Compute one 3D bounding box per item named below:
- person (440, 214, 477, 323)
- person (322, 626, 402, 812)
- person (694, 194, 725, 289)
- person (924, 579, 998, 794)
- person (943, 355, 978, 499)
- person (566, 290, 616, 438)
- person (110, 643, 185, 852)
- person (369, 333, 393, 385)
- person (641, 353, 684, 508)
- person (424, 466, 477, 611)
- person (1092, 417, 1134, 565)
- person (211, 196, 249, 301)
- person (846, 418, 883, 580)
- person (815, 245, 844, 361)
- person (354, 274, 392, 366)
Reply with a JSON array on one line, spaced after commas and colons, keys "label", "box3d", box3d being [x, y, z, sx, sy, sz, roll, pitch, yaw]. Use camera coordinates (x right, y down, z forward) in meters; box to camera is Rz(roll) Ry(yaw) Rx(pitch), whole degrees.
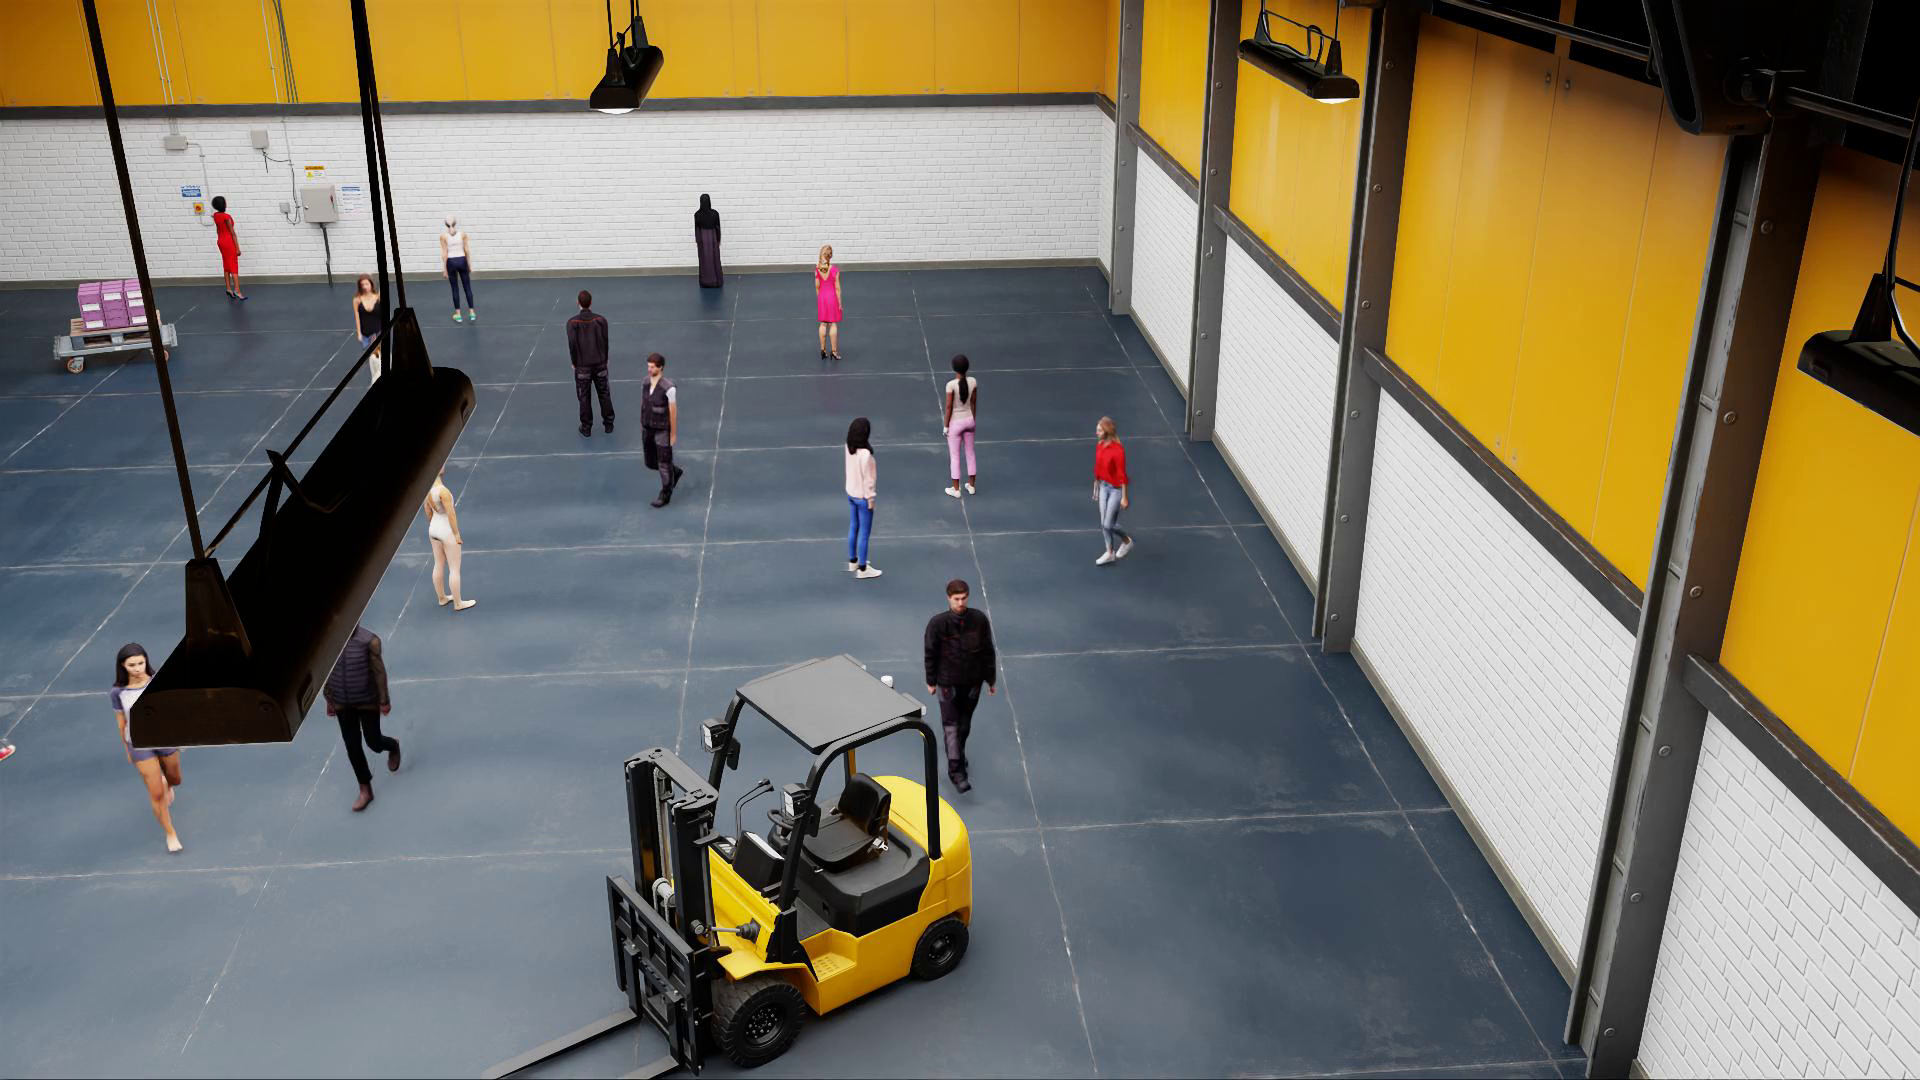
[{"label": "person", "box3d": [-8.034, -4.357, 26.589, 0.679, 1.702, 0.661, -12, 26, -25]}, {"label": "person", "box3d": [-4.870, 1.278, 13.548, 0.816, 1.823, 1.008, 3, 24, 6]}, {"label": "person", "box3d": [-4.319, -5.136, 28.480, 0.612, 1.615, 0.598, -4, 24, -9]}, {"label": "person", "box3d": [-0.024, 1.140, 13.893, 0.919, 1.799, 1.182, -9, 25, -19]}, {"label": "person", "box3d": [0.016, -1.357, 19.675, 0.652, 1.744, 0.647, -13, 27, -27]}, {"label": "person", "box3d": [-4.805, -2.307, 21.636, 0.753, 1.914, 0.701, -9, 25, -20]}, {"label": "person", "box3d": [-6.342, 1.567, 13.026, 0.858, 1.711, 1.056, -14, 27, -28]}, {"label": "person", "box3d": [-7.535, -2.046, 21.810, 0.513, 1.297, 0.898, -4, 24, -9]}, {"label": "person", "box3d": [-3.464, -1.322, 19.473, 0.925, 1.842, 1.000, 15, 28, 31]}, {"label": "person", "box3d": [-5.241, -0.076, 16.868, 0.615, 1.644, 0.654, 15, 28, 30]}, {"label": "person", "box3d": [1.686, -0.526, 17.846, 0.876, 1.686, 0.810, -14, 27, -28]}, {"label": "person", "box3d": [-12.212, -4.876, 27.730, 0.649, 1.740, 0.685, 15, 28, 30]}, {"label": "person", "box3d": [-1.055, -0.458, 17.588, 0.780, 1.769, 0.631, -12, 27, -26]}, {"label": "person", "box3d": [-1.956, -3.527, 24.658, 0.665, 1.728, 0.697, 12, 26, 26]}, {"label": "person", "box3d": [-8.201, -2.909, 23.290, 0.642, 1.692, 0.996, -6, 24, -14]}]
